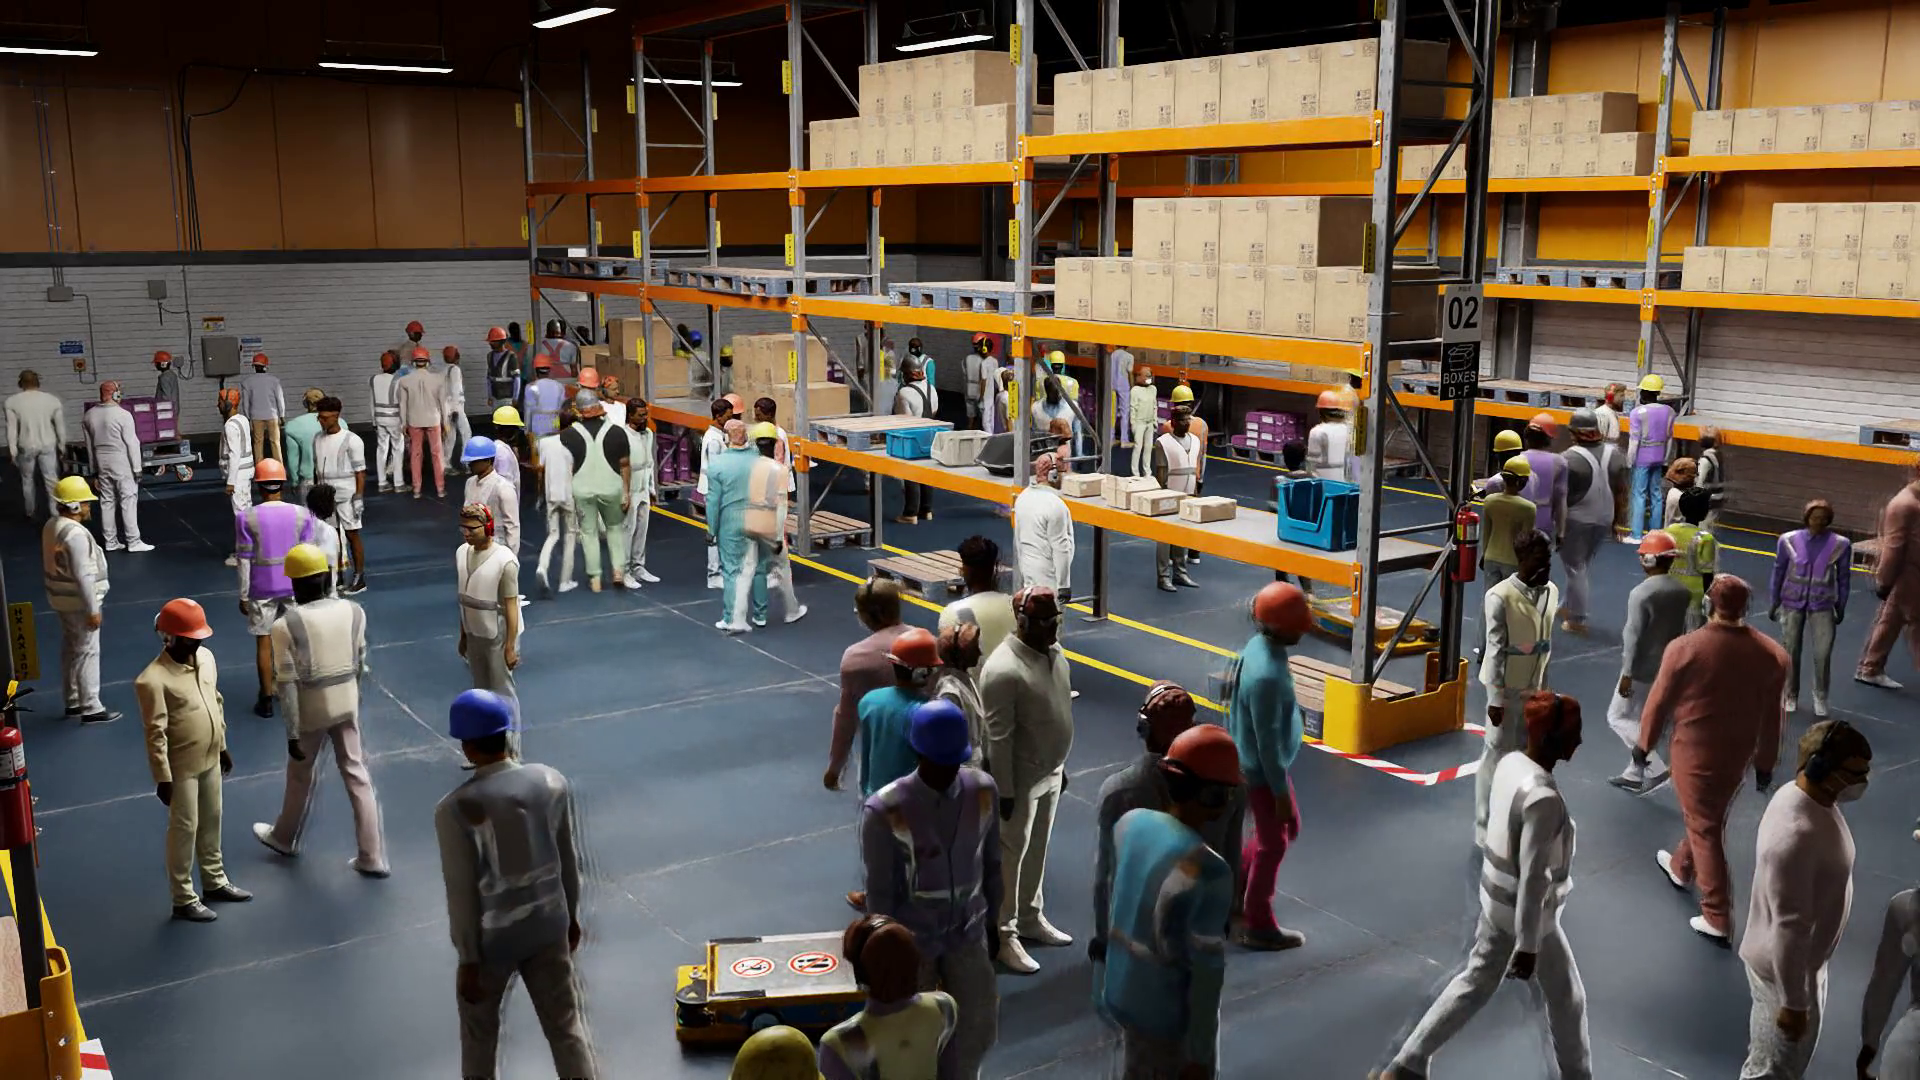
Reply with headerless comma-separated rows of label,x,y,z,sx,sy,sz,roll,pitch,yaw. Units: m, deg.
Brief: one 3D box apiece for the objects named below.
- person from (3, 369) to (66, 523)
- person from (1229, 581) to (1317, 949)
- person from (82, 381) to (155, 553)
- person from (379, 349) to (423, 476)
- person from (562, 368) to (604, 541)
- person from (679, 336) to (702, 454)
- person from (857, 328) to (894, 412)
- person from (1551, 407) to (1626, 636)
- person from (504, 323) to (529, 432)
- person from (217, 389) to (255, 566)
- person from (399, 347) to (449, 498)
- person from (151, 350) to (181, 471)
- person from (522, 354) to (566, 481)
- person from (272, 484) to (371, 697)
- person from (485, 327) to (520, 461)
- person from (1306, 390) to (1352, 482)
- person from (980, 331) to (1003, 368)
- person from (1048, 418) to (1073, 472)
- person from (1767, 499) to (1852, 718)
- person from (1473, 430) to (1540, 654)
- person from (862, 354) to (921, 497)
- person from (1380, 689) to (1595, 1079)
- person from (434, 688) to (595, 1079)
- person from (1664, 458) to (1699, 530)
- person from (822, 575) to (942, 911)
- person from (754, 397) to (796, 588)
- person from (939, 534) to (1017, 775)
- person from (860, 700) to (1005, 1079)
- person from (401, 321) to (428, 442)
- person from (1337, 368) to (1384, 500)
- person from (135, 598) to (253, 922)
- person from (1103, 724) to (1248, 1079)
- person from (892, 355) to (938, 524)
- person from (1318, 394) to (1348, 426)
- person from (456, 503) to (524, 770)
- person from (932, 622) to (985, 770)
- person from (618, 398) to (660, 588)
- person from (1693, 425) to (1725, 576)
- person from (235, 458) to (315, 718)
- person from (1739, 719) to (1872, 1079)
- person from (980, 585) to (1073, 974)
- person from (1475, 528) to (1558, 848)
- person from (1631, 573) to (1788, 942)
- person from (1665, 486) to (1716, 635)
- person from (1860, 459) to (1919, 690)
person,-10.968,-1.082,19.771,0.654,1.878,1.088,-9,14,-38
person,1.520,1.131,8.287,0.451,1.953,0.687,1,11,7
person,-9.269,-0.802,18.312,0.639,1.904,0.407,3,11,14
person,-8.126,-1.868,24.049,0.641,1.799,0.962,5,12,24
person,-4.227,-0.973,18.975,0.610,1.985,0.393,-9,14,-38
person,-4.246,-2.245,25.857,0.344,1.840,0.502,7,13,33
person,-1.347,-2.562,27.229,0.618,1.939,0.800,4,12,22
person,5.489,-0.211,14.933,0.712,2.000,0.895,-4,12,-18
person,-7.628,-2.780,28.487,0.541,1.885,0.590,8,13,34
person,-7.704,-0.673,17.706,0.355,1.883,0.575,-3,11,-13
person,-7.052,-1.546,21.913,0.618,1.986,0.408,-3,12,-16
person,-11.539,-1.885,24.226,0.320,1.755,0.563,-3,12,-16
person,-5.435,-1.463,21.674,0.543,1.919,0.577,-9,14,-39
person,-5.024,0.392,12.908,0.529,1.634,0.898,6,13,30
person,-6.895,-2.183,25.033,0.610,2.037,0.398,7,13,32
person,3.818,-0.569,17.081,0.548,1.922,0.681,-7,13,-31
person,0.547,-3.194,30.848,0.545,1.803,0.667,11,15,43
person,1.025,-0.444,17.168,0.279,1.634,0.498,2,11,8
person,6.275,0.508,12.315,0.532,1.626,0.446,6,12,27
person,4.579,0.039,13.958,0.588,1.923,0.383,-7,13,-33
person,-0.922,-1.463,21.727,0.973,1.891,0.636,9,14,39
person,2.241,1.493,6.761,1.015,1.838,0.573,0,11,-1
person,-1.717,1.522,6.517,0.845,1.885,0.639,10,15,42
person,6.218,0.091,14.430,0.264,1.632,0.508,6,12,26
person,-0.291,1.127,8.463,0.914,1.901,0.638,9,14,38
person,-1.863,-0.478,16.653,0.408,1.909,0.594,-4,12,-17
person,0.187,0.944,9.294,0.641,1.937,0.662,-9,14,-38
person,-0.087,1.520,6.367,0.630,1.923,0.456,-5,12,-25
person,-8.906,-2.581,27.222,0.412,1.986,0.609,1,11,6
person,4.980,-1.354,21.230,0.867,1.863,0.676,4,12,19
person,-4.038,1.149,8.756,0.352,1.737,0.569,2,11,9
person,0.705,1.611,5.819,1.058,1.959,0.616,-5,12,-25
person,-0.597,-1.221,20.103,0.537,2.000,0.675,8,13,34
person,4.060,-0.709,18.182,0.325,1.769,0.524,-4,12,-20
person,-3.113,0.653,11.045,0.561,1.836,0.394,9,14,38
person,-0.022,1.227,8.597,0.315,1.641,0.515,1,11,5
person,-3.262,-0.478,16.655,0.407,1.911,0.594,5,12,22
person,7.447,-0.335,16.652,0.452,1.623,0.523,8,13,34
person,-5.074,0.353,12.359,0.548,1.923,0.390,-8,14,-36
person,3.045,1.577,6.061,0.372,1.933,0.627,7,13,30
person,0.366,1.159,8.264,0.400,1.910,0.643,7,13,32
person,3.251,0.869,9.716,0.589,1.920,0.398,-8,14,-37
person,3.926,1.088,8.765,0.640,1.855,0.999,-1,11,-7
person,5.460,0.438,12.492,0.318,1.697,0.533,-3,12,-17
person,7.449,0.295,12.769,0.683,1.864,0.920,-10,15,-41
